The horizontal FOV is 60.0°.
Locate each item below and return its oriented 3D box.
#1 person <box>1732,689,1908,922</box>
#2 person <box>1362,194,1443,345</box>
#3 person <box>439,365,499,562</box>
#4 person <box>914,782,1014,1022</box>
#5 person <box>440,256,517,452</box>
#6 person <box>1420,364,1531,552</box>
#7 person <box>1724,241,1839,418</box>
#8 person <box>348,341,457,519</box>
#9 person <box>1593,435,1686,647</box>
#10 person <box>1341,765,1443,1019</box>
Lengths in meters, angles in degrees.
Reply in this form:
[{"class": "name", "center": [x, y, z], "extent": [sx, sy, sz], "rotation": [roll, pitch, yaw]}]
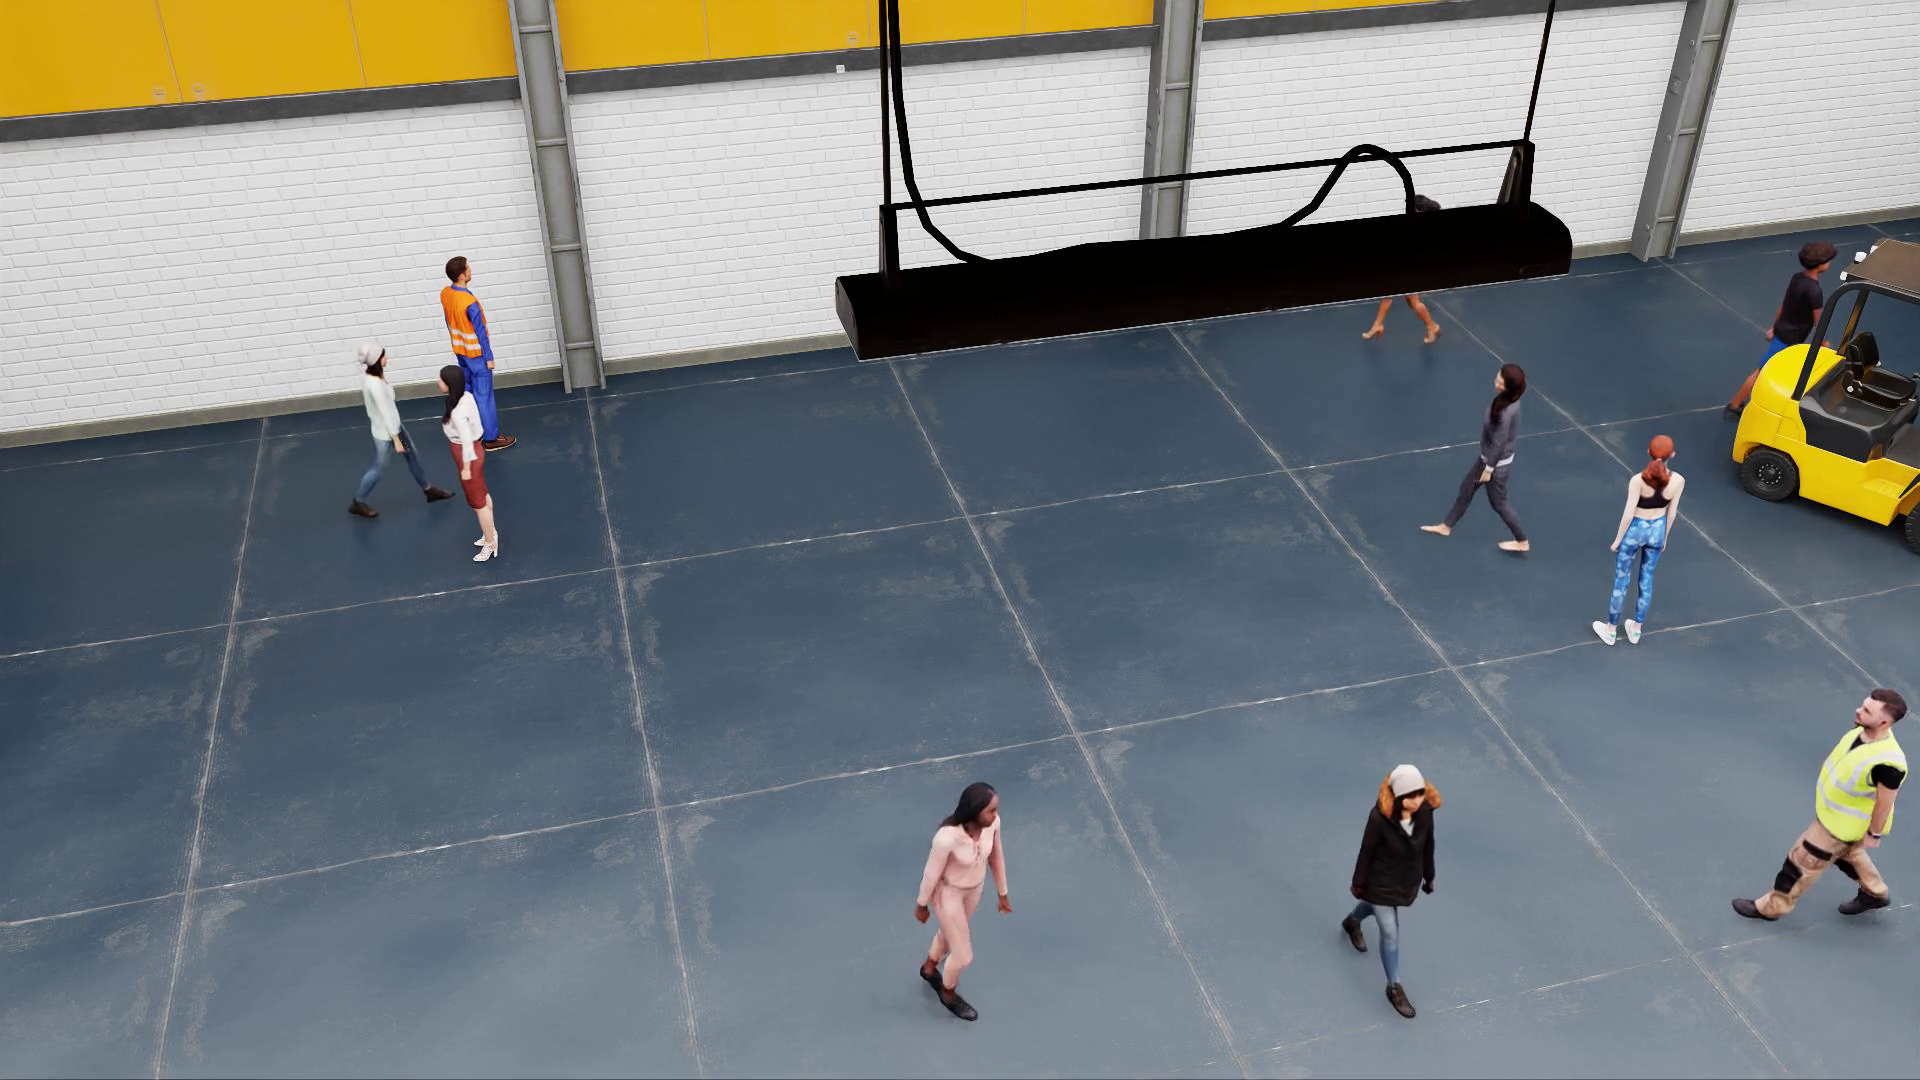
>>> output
[{"class": "person", "center": [5.392, 1.634, 9.985], "extent": [1.272, 1.814, 1.048], "rotation": [7, 34, 11]}, {"class": "person", "center": [4.536, -2.648, 16.616], "extent": [1.089, 1.604, 0.854], "rotation": [5, 34, 8]}, {"class": "person", "center": [-3.960, -0.624, 13.441], "extent": [0.538, 1.750, 0.612], "rotation": [-5, 34, -7]}, {"class": "person", "center": [-0.075, 2.025, 9.520], "extent": [0.825, 1.679, 0.881], "rotation": [-21, 39, -29]}, {"class": "person", "center": [-4.378, -1.680, 14.925], "extent": [0.788, 1.864, 0.810], "rotation": [25, 41, 32]}, {"class": "person", "center": [4.430, -0.625, 13.472], "extent": [1.214, 1.717, 1.003], "rotation": [10, 35, 14]}, {"class": "person", "center": [7.553, -1.869, 15.328], "extent": [1.253, 1.734, 0.883], "rotation": [3, 34, 5]}, {"class": "person", "center": [-4.899, -0.892, 13.973], "extent": [1.149, 1.606, 0.689], "rotation": [-12, 36, -18]}, {"class": "person", "center": [5.102, 0.010, 12.455], "extent": [0.592, 1.786, 0.686], "rotation": [0, 34, 0]}, {"class": "person", "center": [2.492, 1.924, 9.749], "extent": [0.999, 1.594, 0.786], "rotation": [-13, 36, -19]}]
